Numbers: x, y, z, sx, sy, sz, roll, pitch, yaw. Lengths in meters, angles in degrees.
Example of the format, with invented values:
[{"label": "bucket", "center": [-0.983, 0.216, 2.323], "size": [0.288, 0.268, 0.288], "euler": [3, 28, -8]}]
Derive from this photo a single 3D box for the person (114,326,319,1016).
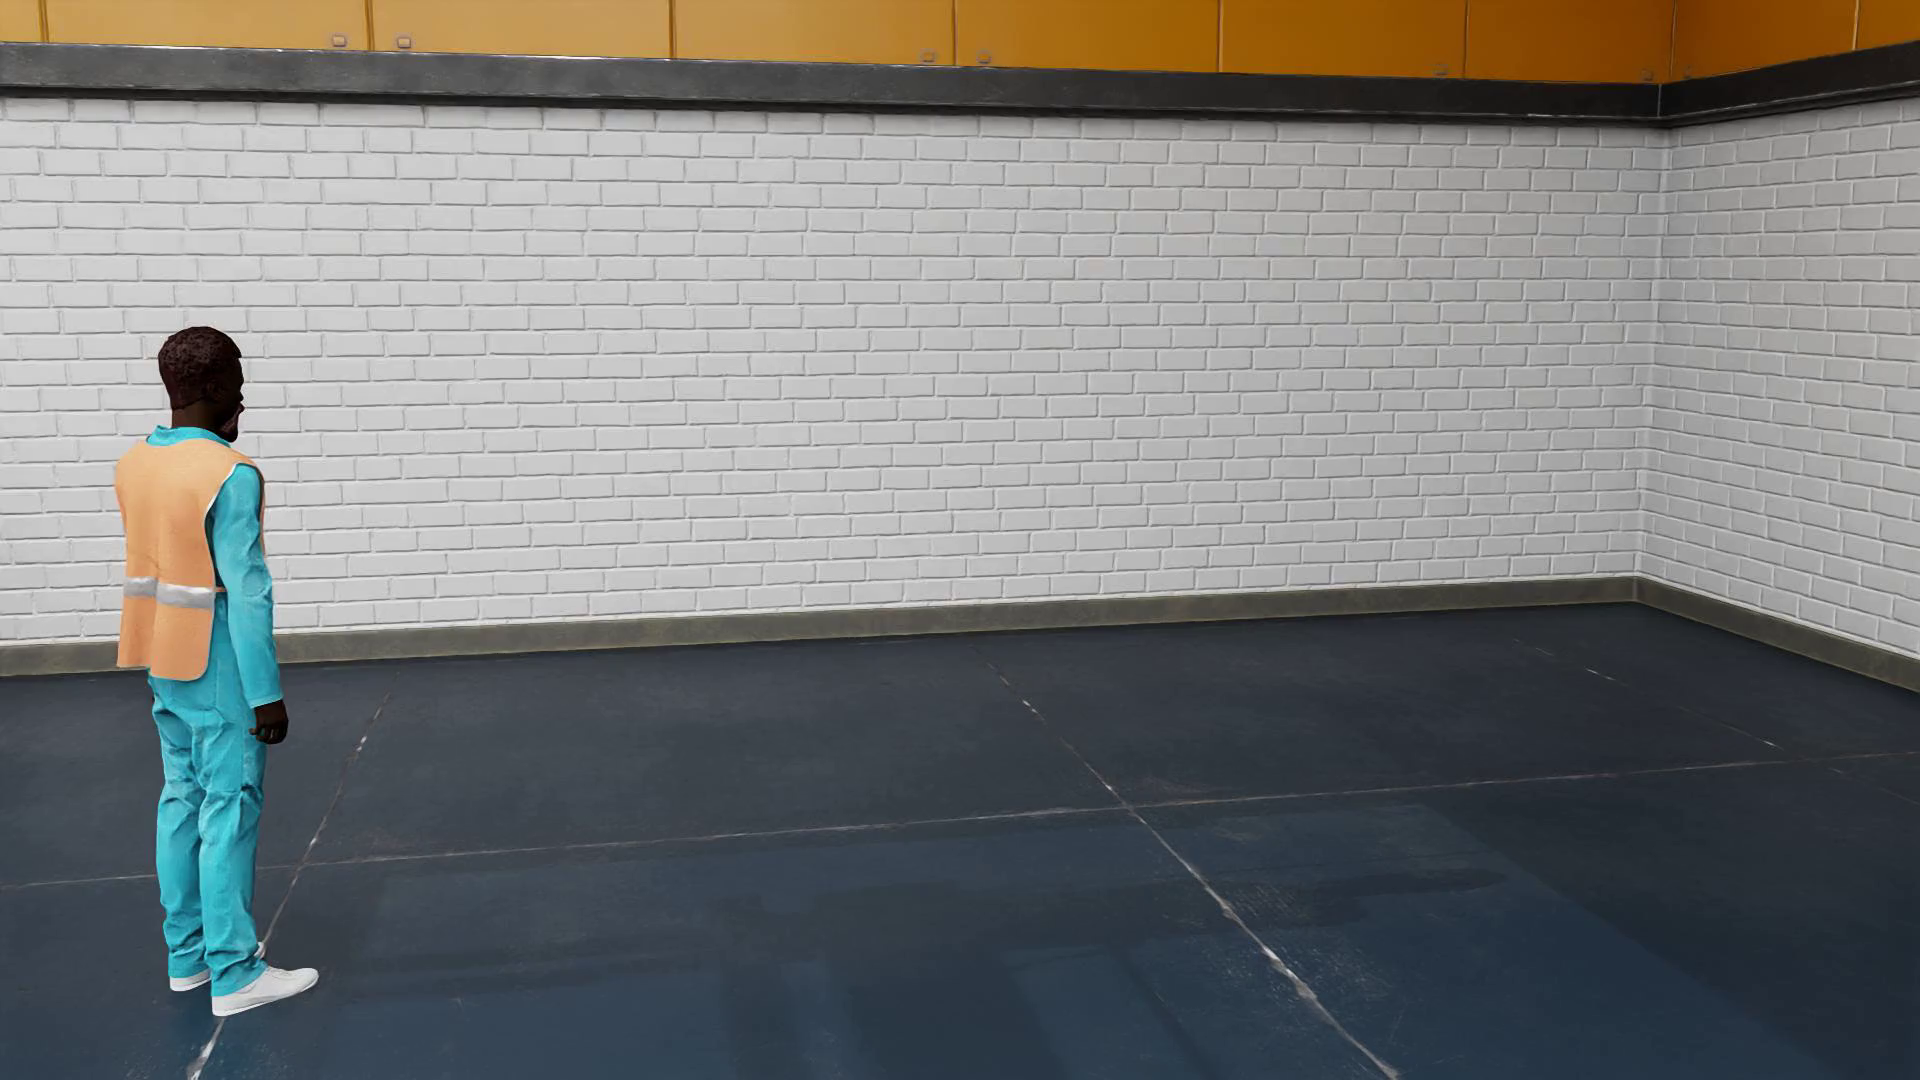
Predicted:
[{"label": "person", "center": [-2.109, 0.367, 4.645], "size": [0.587, 1.911, 0.397], "euler": [7, 11, 36]}]
